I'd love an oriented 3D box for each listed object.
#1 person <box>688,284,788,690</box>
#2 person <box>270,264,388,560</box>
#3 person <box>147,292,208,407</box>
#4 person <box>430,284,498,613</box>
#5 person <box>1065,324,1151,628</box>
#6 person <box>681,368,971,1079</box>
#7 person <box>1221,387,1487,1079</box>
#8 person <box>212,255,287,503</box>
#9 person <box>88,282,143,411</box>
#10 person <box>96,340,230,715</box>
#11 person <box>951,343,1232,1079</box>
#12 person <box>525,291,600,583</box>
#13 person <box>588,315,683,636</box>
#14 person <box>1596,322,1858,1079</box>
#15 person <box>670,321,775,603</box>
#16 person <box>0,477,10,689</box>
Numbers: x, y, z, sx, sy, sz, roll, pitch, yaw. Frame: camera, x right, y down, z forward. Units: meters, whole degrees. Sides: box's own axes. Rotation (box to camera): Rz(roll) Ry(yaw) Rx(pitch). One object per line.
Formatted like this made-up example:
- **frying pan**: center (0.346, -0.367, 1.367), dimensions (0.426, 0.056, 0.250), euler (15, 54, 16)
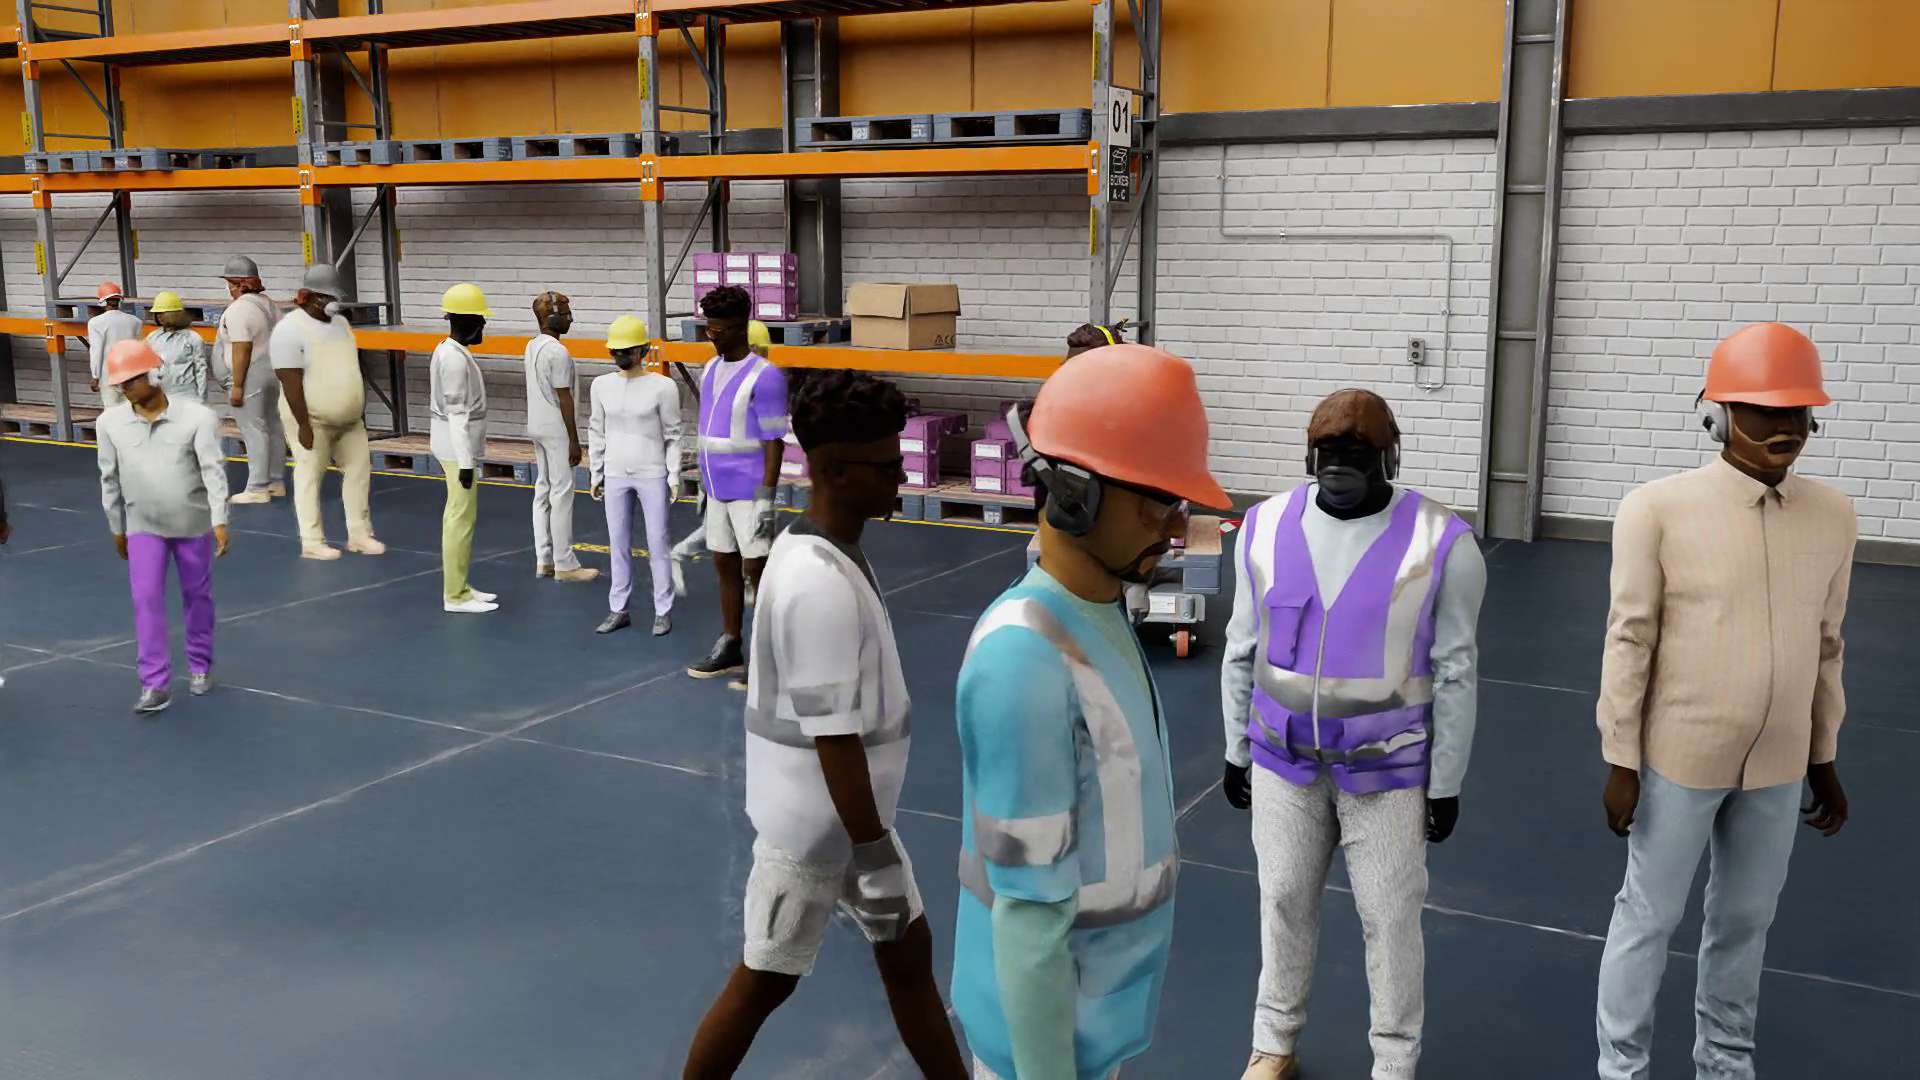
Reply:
- **person**: center (-1.086, -0.259, 8.098), dimensions (0.368, 1.966, 0.602), euler (-10, 14, -43)
- **person**: center (-4.268, -0.867, 11.224), dimensions (0.566, 2.000, 0.719), euler (5, 11, 26)
- **person**: center (-6.399, -1.151, 13.604), dimensions (0.487, 1.741, 0.313), euler (1, 10, 3)
- **person**: center (-2.890, -0.530, 9.732), dimensions (0.398, 1.920, 0.588), euler (-4, 11, -19)
- **person**: center (0.501, 0.128, 6.238), dimensions (0.315, 1.870, 0.532), euler (-9, 14, -41)
- **person**: center (-0.248, 0.583, 3.662), dimensions (1.027, 1.900, 0.625), euler (0, 10, 0)
- **person**: center (0.932, 0.541, 4.082), dimensions (0.629, 1.835, 0.429), euler (6, 12, 30)
- **person**: center (-5.895, -1.328, 13.753), dimensions (0.536, 2.000, 0.678), euler (1, 10, 4)
- **person**: center (-8.221, -1.632, 16.205), dimensions (0.335, 1.749, 0.576), euler (5, 12, 27)
- **person**: center (-3.677, -0.061, 7.683), dimensions (0.575, 1.706, 0.808), euler (-3, 11, -15)
- **person**: center (0.192, 0.721, 2.542), dimensions (0.395, 2.033, 0.605), euler (2, 11, 11)
- **person**: center (-2.559, -0.649, 10.569), dimensions (0.345, 1.846, 0.508), euler (-8, 13, -39)
- **person**: center (-1.785, -0.343, 9.115), dimensions (0.533, 1.765, 0.329), euler (2, 11, 11)
- **person**: center (1.776, 0.499, 3.860), dimensions (0.610, 1.996, 0.378), euler (-2, 10, -9)
- **person**: center (-1.414, -0.443, 9.847), dimensions (0.676, 1.708, 0.495), euler (-4, 11, -22)
- **person**: center (-4.666, -0.136, 7.644), dimensions (0.607, 1.883, 0.598), euler (2, 10, 9)
